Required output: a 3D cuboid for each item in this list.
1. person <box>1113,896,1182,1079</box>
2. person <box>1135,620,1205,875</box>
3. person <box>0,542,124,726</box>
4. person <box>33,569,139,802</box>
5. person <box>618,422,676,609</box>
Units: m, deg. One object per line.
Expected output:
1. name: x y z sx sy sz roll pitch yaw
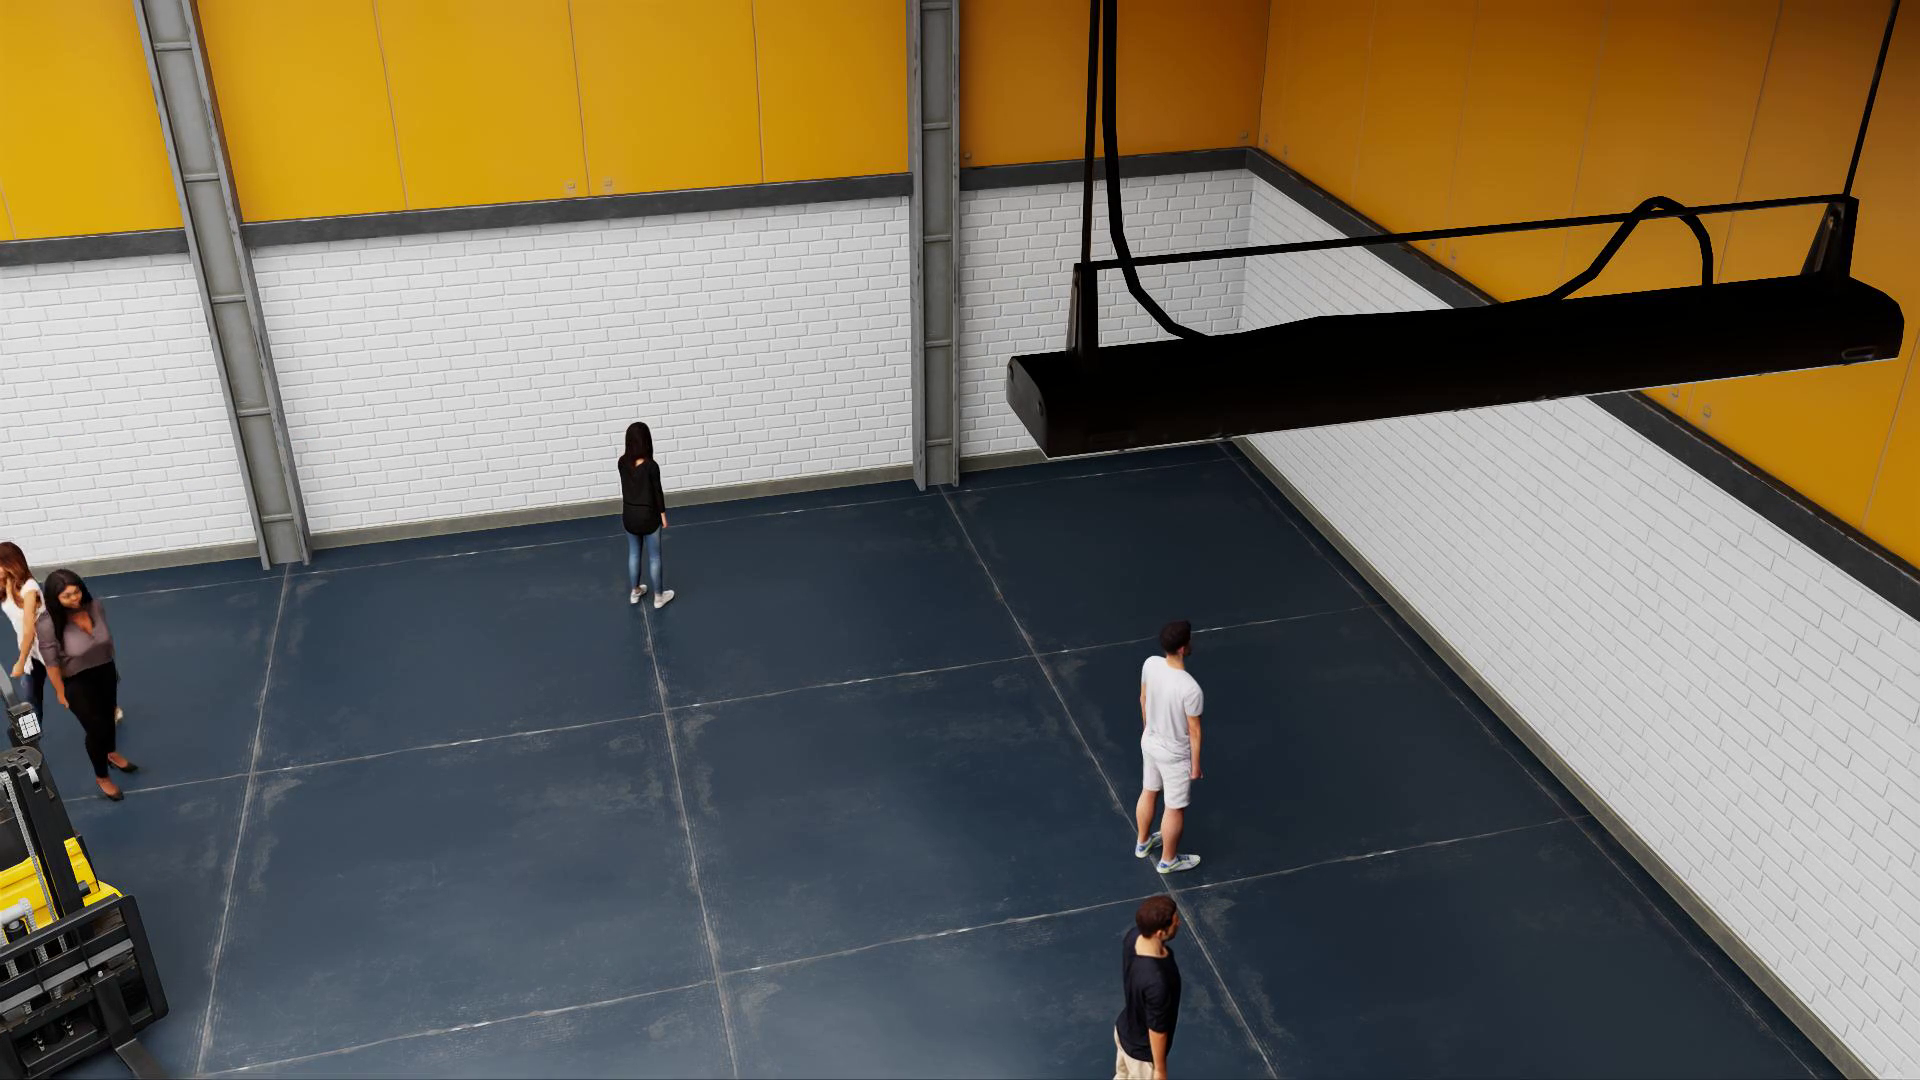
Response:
1. person: 0.933 2.575 8.579 0.547 1.854 0.634 -6 29 -10
2. person: 1.356 1.339 10.845 0.689 1.852 0.753 -19 34 -30
3. person: -6.503 0.775 12.008 1.085 1.730 1.133 16 32 27
4. person: -6.114 0.962 11.573 0.889 1.816 0.828 12 31 20
5. person: -2.656 -0.212 13.908 0.623 1.643 0.702 11 30 19
